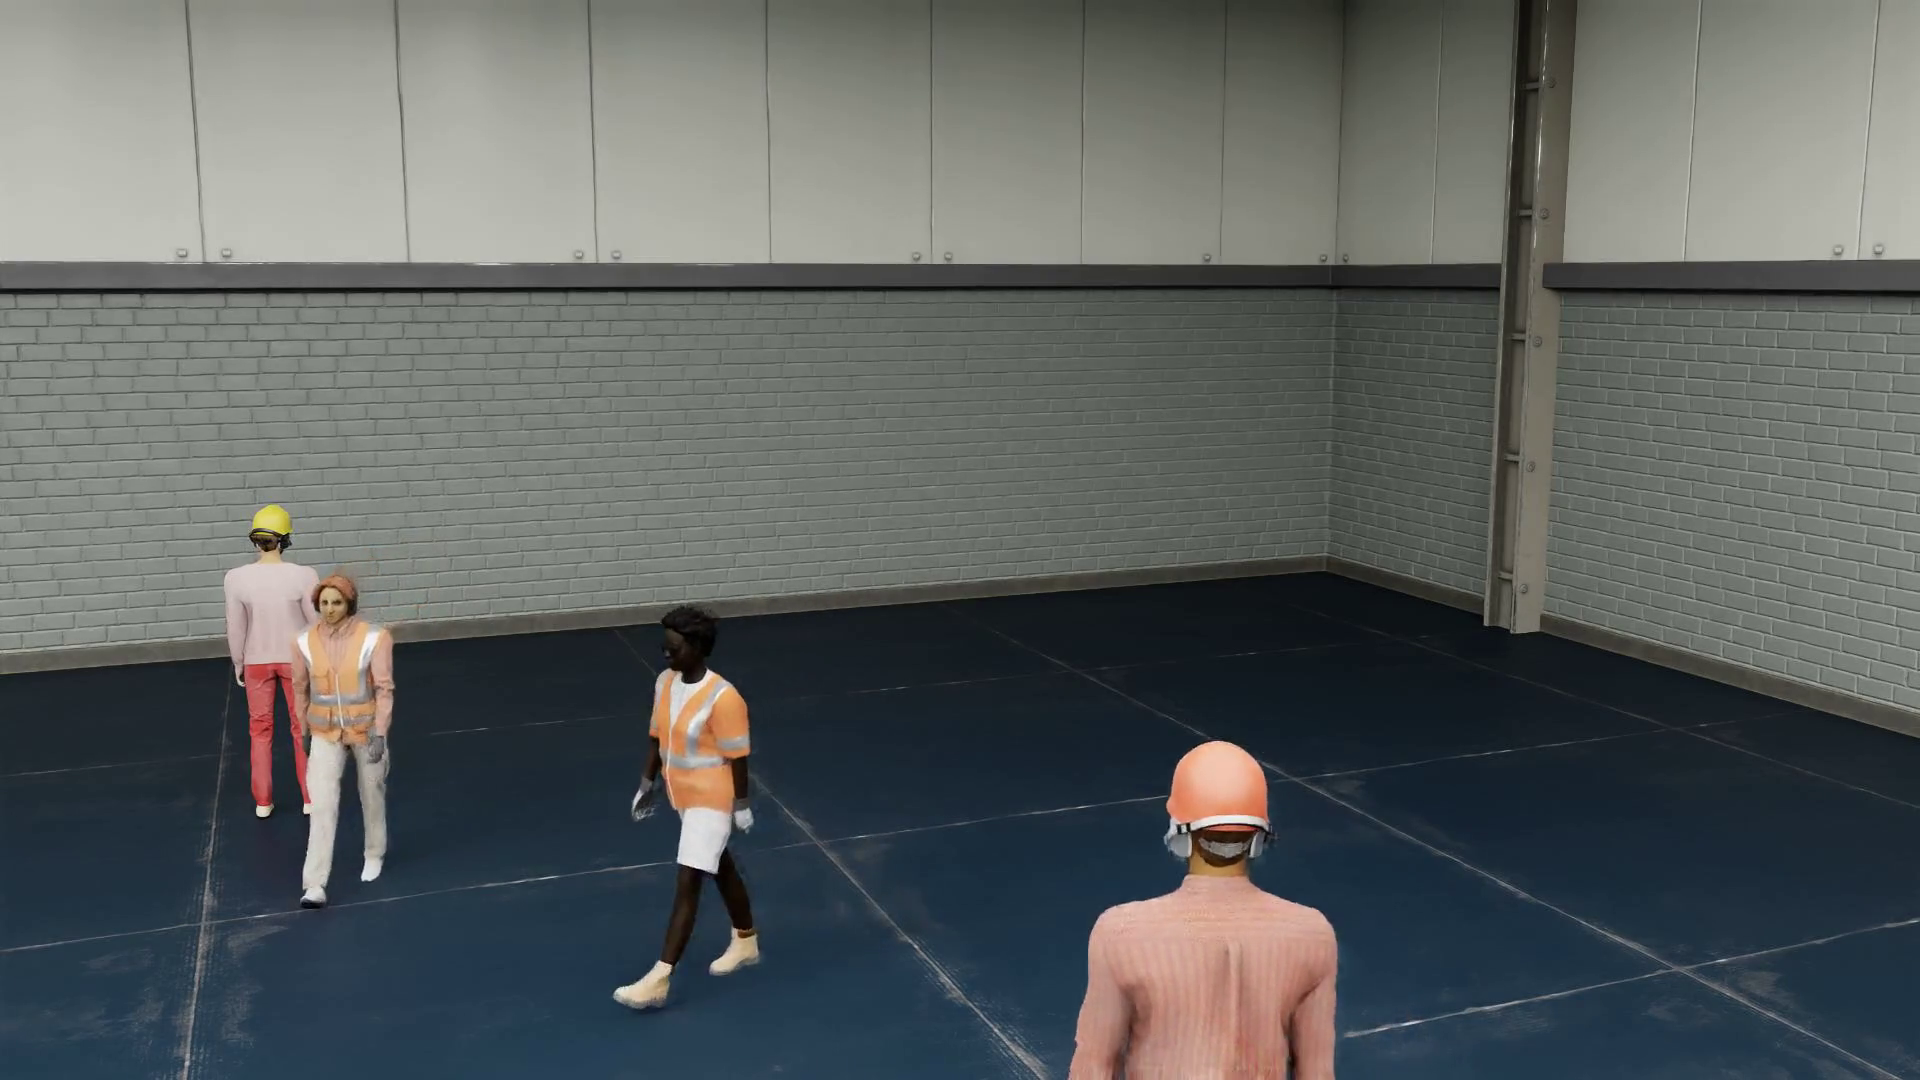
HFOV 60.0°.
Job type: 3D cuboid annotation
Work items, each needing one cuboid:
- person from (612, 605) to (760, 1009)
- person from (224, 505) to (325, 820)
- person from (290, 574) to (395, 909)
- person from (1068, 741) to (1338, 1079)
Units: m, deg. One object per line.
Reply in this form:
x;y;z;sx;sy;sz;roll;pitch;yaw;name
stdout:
-1.169;1.100;6.983;0.856;1.654;0.539;-8;12;-39;person
-3.797;0.684;9.282;0.525;1.769;0.316;-1;9;-8;person
-2.980;0.967;8.031;0.514;1.591;0.884;-1;9;-6;person
0.592;1.452;3.892;0.610;1.958;0.975;-2;9;-13;person
